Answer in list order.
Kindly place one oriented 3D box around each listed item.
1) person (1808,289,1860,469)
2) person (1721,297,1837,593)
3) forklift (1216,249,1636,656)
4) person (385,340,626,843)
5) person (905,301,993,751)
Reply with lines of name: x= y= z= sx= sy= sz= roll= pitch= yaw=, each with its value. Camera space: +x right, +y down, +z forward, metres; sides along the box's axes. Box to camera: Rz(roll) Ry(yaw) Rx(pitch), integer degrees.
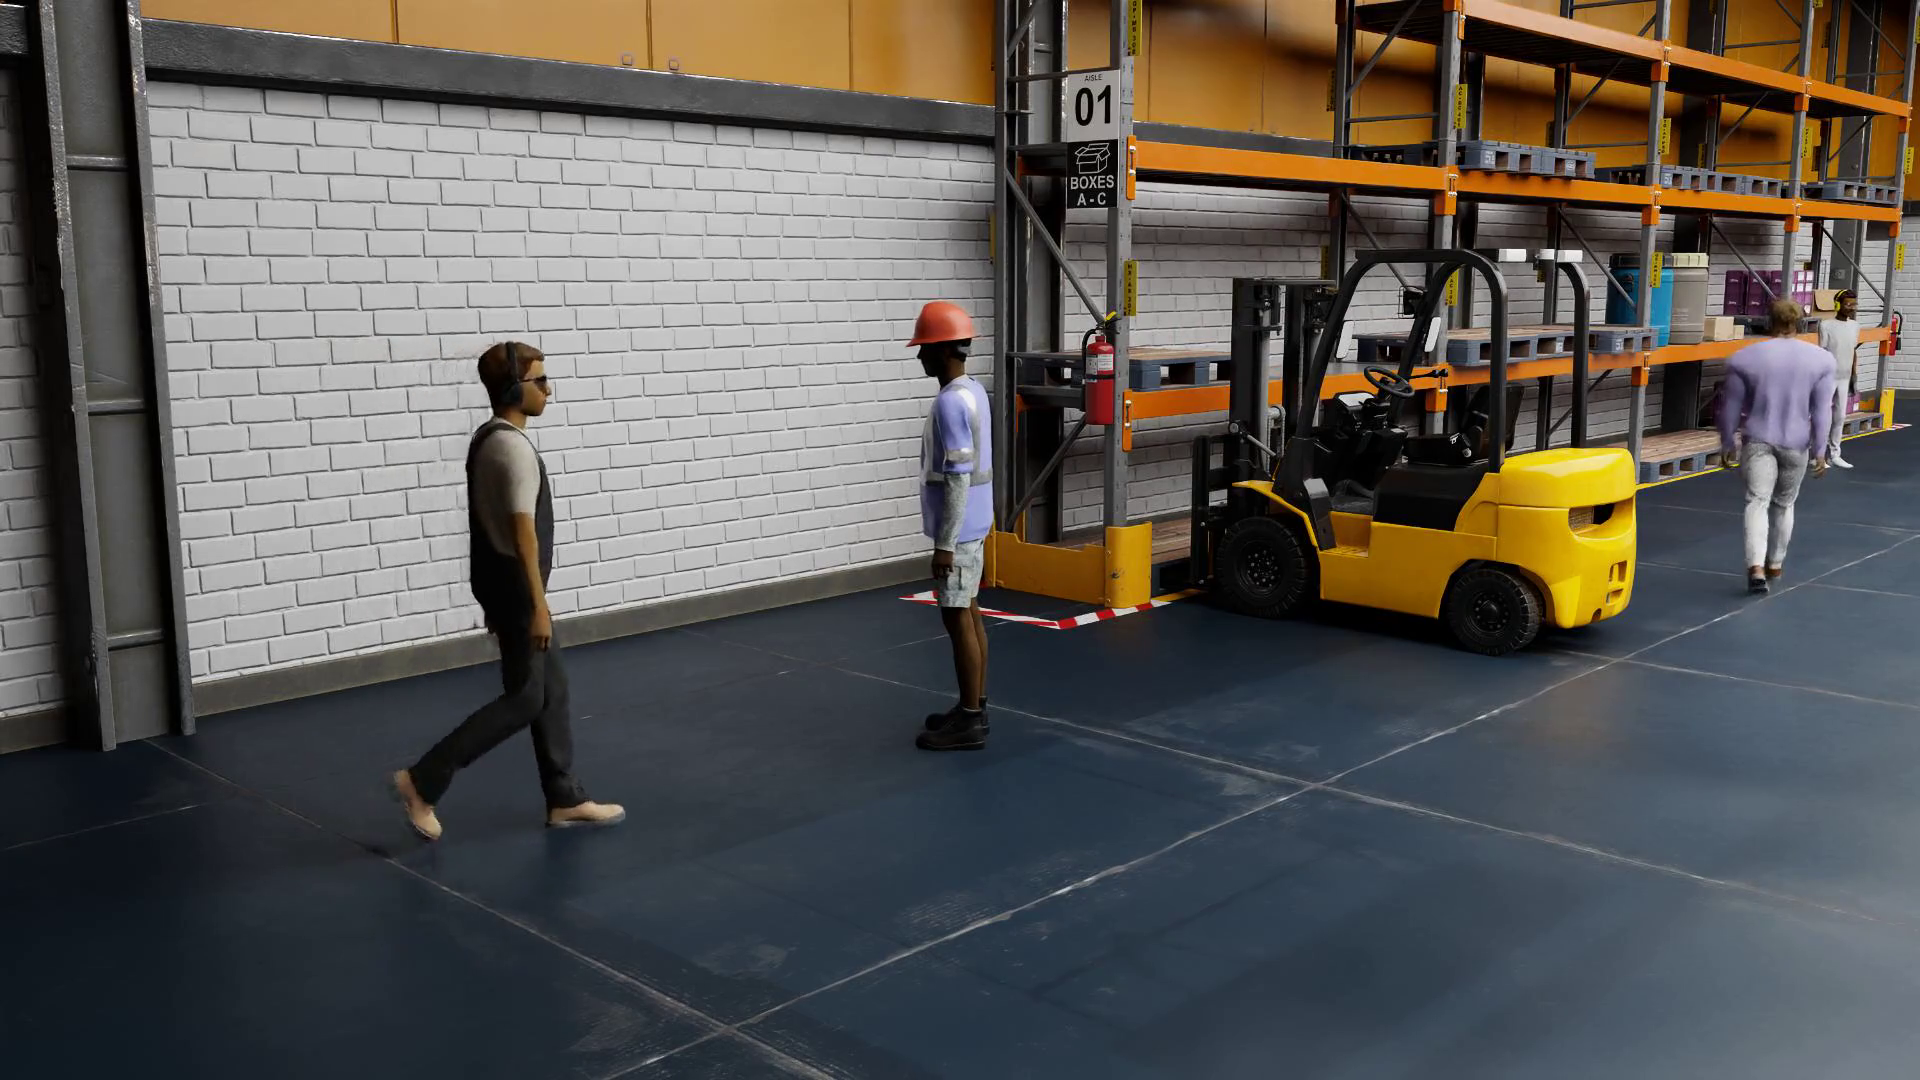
person: x=9.111 y=-1.665 z=17.281 sx=0.515 sy=1.862 sz=0.328 roll=-3 pitch=10 yaw=-15
person: x=5.251 y=-0.614 z=10.720 sx=0.642 sy=1.903 sz=0.990 roll=4 pitch=10 yaw=24
forklift: x=2.710 y=-0.584 z=9.626 sx=2.313 sy=2.155 sz=1.214 roll=9 pitch=13 yaw=43
person: x=-1.646 y=0.201 z=5.956 sx=0.782 sy=1.827 sz=0.520 roll=-3 pitch=10 yaw=-20
person: x=-0.050 y=-0.056 z=7.178 sx=0.377 sy=1.932 sz=0.551 roll=2 pitch=9 yaw=9
